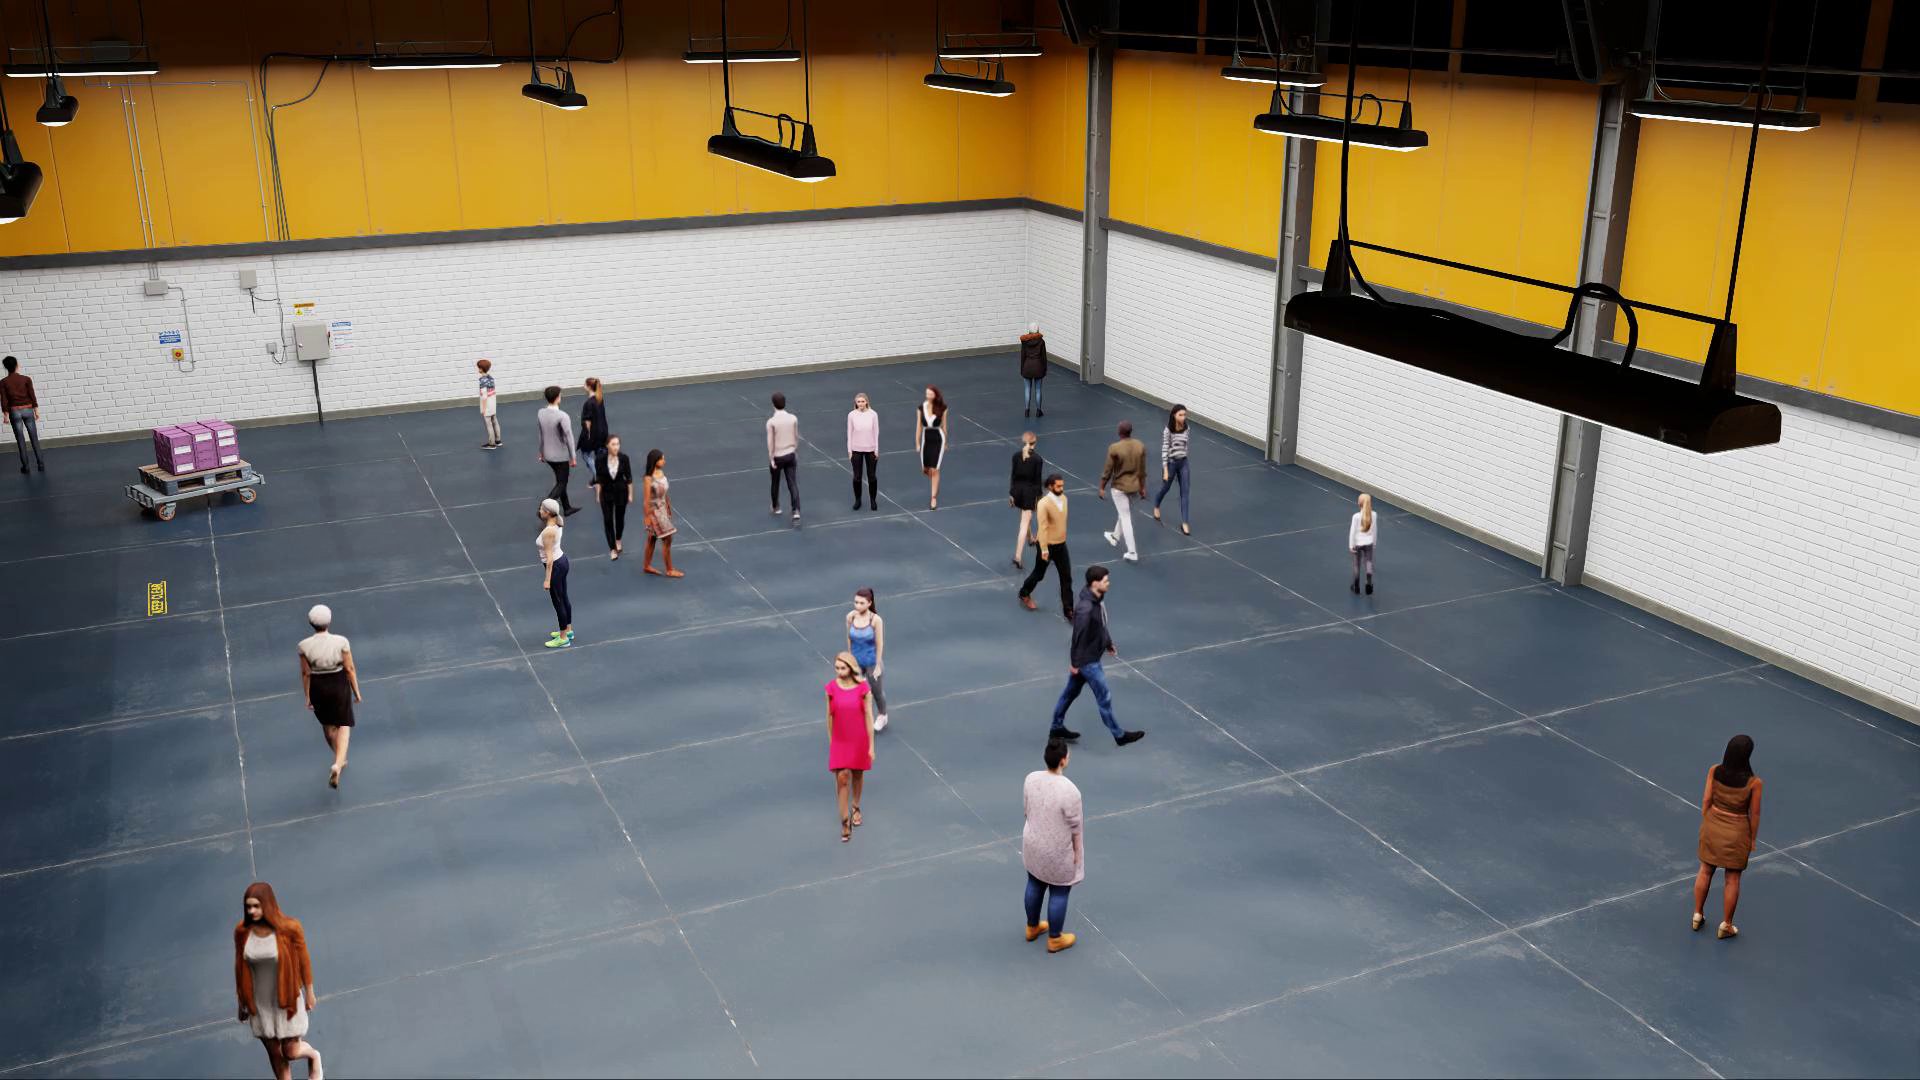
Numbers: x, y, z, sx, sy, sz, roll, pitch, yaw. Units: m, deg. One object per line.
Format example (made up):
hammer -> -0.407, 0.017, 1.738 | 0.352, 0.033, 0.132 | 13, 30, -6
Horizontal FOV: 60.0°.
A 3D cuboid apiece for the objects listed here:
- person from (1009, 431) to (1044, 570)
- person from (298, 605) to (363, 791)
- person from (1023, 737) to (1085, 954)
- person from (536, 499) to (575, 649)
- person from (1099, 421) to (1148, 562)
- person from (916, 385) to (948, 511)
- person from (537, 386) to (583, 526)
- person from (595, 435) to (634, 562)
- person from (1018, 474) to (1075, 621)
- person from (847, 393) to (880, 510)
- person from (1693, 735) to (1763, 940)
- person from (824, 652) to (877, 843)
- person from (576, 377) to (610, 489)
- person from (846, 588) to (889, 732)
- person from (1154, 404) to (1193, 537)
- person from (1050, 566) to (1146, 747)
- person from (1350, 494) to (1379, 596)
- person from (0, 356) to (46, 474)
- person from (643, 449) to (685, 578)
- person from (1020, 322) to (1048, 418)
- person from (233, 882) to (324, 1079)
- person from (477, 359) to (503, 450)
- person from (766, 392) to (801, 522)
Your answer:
person -> 0.787, -0.436, 21.019 | 1.223, 1.655, 1.231 | 9, 21, 25
person -> -5.785, 1.466, 15.254 | 0.791, 1.729, 1.103 | -4, 19, -11
person -> 0.687, 2.314, 12.715 | 0.709, 1.743, 0.834 | 16, 24, 40
person -> -4.511, 0.353, 18.600 | 0.733, 1.702, 0.613 | 0, 19, 1
person -> 2.152, -0.603, 21.313 | 0.745, 1.783, 1.110 | -9, 21, -24
person -> -0.369, -1.338, 23.506 | 0.894, 1.777, 1.024 | 3, 19, 9
person -> -5.567, -1.145, 22.692 | 1.246, 1.929, 1.185 | 12, 22, 33
person -> -4.475, -0.579, 21.485 | 0.650, 1.627, 0.997 | -7, 20, -19
person -> 1.001, 0.070, 19.417 | 0.886, 1.718, 1.264 | -16, 24, -39
person -> -1.352, -1.266, 23.437 | 0.670, 1.684, 0.661 | -1, 19, -3
person -> 5.939, 2.283, 12.889 | 0.569, 1.689, 0.699 | 16, 24, 39
person -> -0.940, 1.721, 14.530 | 0.765, 1.707, 0.878 | -1, 19, -2
person -> -5.237, -1.537, 24.261 | 0.833, 1.672, 0.779 | 9, 21, 25
person -> -0.881, 1.209, 16.269 | 1.032, 1.567, 1.068 | 8, 20, 21
person -> 2.841, -0.963, 22.439 | 0.614, 1.746, 1.120 | -9, 21, -24
person -> 1.128, 1.137, 16.070 | 1.172, 1.831, 1.214 | 3, 19, 10
person -> 4.900, 0.072, 20.114 | 0.610, 1.269, 0.734 | -2, 19, -6
person -> -14.210, -1.905, 25.187 | 0.682, 1.778, 0.583 | -13, 22, -33
person -> -3.871, -0.315, 20.750 | 0.931, 1.597, 0.884 | 4, 19, 13
person -> 1.255, -2.918, 28.421 | 0.749, 1.634, 0.785 | 3, 19, 8
person -> -4.446, 2.954, 10.868 | 0.770, 1.708, 0.851 | 0, 19, 0
person -> -7.525, -2.177, 26.526 | 0.645, 1.439, 0.566 | 5, 19, 13
person -> -2.385, -1.104, 22.819 | 0.673, 1.770, 1.209 | -7, 20, -20
